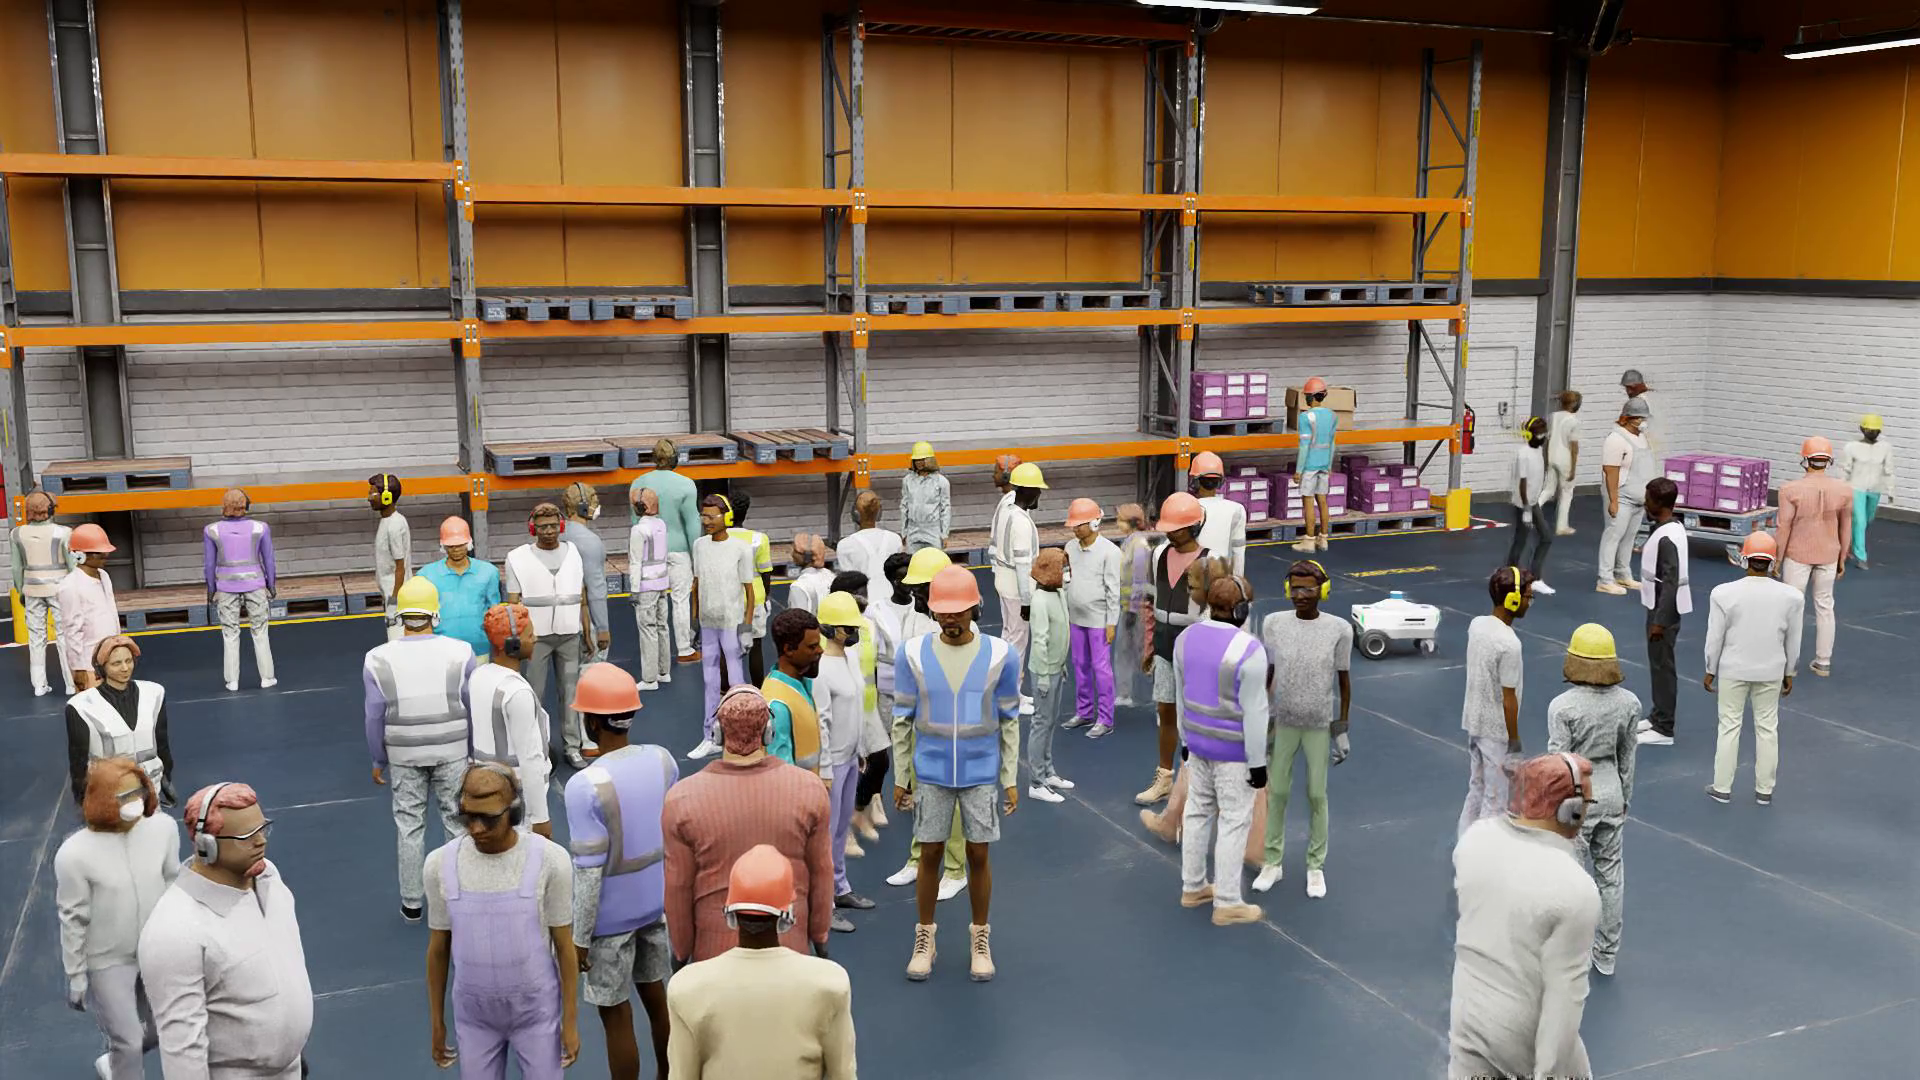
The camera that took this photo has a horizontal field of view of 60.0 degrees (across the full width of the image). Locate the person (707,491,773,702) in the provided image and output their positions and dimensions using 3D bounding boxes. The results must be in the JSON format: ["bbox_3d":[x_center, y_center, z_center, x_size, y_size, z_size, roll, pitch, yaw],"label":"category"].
[{"bbox_3d":[-1.686,0.472,12.686,0.532,1.696,0.318,0,10,-2],"label":"person"}]

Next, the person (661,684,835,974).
[{"bbox_3d":[-0.794,1.480,6.275,0.642,1.909,0.410,-2,10,-14],"label":"person"}]

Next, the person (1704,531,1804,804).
[{"bbox_3d":[5.019,0.810,10.572,0.563,1.751,0.329,2,10,10],"label":"person"}]

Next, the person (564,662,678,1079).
[{"bbox_3d":[-1.335,1.429,6.478,0.377,1.936,0.548,6,11,31],"label":"person"}]

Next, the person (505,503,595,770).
[{"bbox_3d":[-2.754,0.656,11.192,0.575,1.843,0.374,-6,11,-30],"label":"person"}]

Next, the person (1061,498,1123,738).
[{"bbox_3d":[0.926,0.555,12.096,0.355,1.737,0.573,-8,13,-39],"label":"person"}]

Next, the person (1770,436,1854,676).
[{"bbox_3d":[7.021,0.137,13.757,0.614,1.993,0.395,1,10,4],"label":"person"}]

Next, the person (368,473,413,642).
[{"bbox_3d":[-4.253,0.430,12.429,0.328,1.872,0.513,-4,11,-23],"label":"person"}]

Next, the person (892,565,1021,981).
[{"bbox_3d":[-0.019,1.119,7.962,0.615,2.040,0.391,0,10,2],"label":"person"}]

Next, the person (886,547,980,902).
[{"bbox_3d":[-0.146,0.989,9.041,0.585,1.928,0.369,10,14,44],"label":"person"}]

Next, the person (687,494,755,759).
[{"bbox_3d":[-1.647,0.604,11.427,0.520,1.871,0.326,5,11,25],"label":"person"}]

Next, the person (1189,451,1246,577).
[{"bbox_3d":[1.805,0.359,12.337,0.614,2.042,0.373,-3,10,-18],"label":"person"}]

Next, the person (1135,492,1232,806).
[{"bbox_3d":[1.374,0.707,10.366,0.605,2.033,0.392,9,13,43],"label":"person"}]

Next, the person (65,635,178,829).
[{"bbox_3d":[-4.141,1.271,8.242,0.313,1.642,0.513,7,12,33],"label":"person"}]

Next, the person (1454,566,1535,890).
[{"bbox_3d":[2.870,1.048,8.919,0.338,1.858,0.523,-1,10,-7],"label":"person"}]

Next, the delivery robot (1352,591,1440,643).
[{"bbox_3d":[3.787,0.687,14.460,0.707,0.478,0.477,0,10,-2],"label":"delivery robot"}]

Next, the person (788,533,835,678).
[{"bbox_3d":[-0.989,0.762,11.167,0.314,1.643,0.515,4,11,22],"label":"person"}]

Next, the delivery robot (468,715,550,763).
[{"bbox_3d":[-3.110,1.280,11.047,0.707,0.478,0.477,-6,11,-30],"label":"delivery robot"}]

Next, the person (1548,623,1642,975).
[{"bbox_3d":[3.011,1.258,8.027,0.488,1.742,0.300,-3,10,-15],"label":"person"}]

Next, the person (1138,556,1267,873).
[{"bbox_3d":[1.434,0.964,9.579,0.558,1.778,0.951,-8,13,-39],"label":"person"}]

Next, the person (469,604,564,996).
[{"bbox_3d":[-2.084,1.225,7.811,0.355,1.883,0.575,-8,13,-39],"label":"person"}]

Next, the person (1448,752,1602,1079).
[{"bbox_3d":[1.969,1.614,5.612,0.860,1.869,0.651,-4,11,-24],"label":"person"}]

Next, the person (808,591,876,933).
[{"bbox_3d":[-0.626,1.135,8.666,0.308,1.769,0.525,3,10,17],"label":"person"}]

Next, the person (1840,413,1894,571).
[{"bbox_3d":[10.103,-0.572,18.605,0.540,1.741,0.828,1,10,3],"label":"person"}]

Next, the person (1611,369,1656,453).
[{"bbox_3d":[8.603,-1.192,21.280,0.540,2.000,0.705,3,10,18],"label":"person"}]

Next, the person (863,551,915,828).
[{"bbox_3d":[-0.367,0.905,10.188,0.530,1.697,0.321,-5,11,-26],"label":"person"}]

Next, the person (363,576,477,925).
[{"bbox_3d":[-2.783,1.096,8.692,0.588,1.835,0.403,-3,10,-16],"label":"person"}]

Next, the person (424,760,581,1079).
[{"bbox_3d":[-1.546,1.623,5.659,0.512,1.837,0.351,0,10,0],"label":"person"}]

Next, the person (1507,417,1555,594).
[{"bbox_3d":[5.852,-0.336,16.924,0.647,1.836,0.548,8,13,40],"label":"person"}]

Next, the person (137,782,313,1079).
[{"bbox_3d":[-2.212,1.672,5.164,0.409,1.907,0.651,1,10,4],"label":"person"}]

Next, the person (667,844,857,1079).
[{"bbox_3d":[-0.592,1.773,5.024,0.564,1.751,0.342,-1,10,-4],"label":"person"}]

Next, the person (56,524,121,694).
[{"bbox_3d":[-5.639,0.757,10.879,0.342,1.749,0.573,-1,10,-5],"label":"person"}]

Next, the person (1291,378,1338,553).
[{"bbox_3d":[4.111,-0.871,19.426,0.616,2.041,0.382,-8,13,-38],"label":"person"}]

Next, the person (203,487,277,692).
[{"bbox_3d":[-5.732,0.399,13.270,0.525,1.639,0.307,-4,10,-20],"label":"person"}]

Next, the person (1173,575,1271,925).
[{"bbox_3d":[1.390,1.093,8.731,0.429,1.838,0.633,-7,12,-33],"label":"person"}]

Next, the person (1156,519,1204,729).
[{"bbox_3d":[1.634,0.535,12.232,0.322,1.729,0.488,5,11,25],"label":"person"}]

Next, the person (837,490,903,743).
[{"bbox_3d":[-0.648,0.558,11.762,0.507,1.846,0.346,-6,12,-31],"label":"person"}]

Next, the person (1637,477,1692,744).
[{"bbox_3d":[5.006,0.507,11.854,0.393,1.916,0.590,4,11,20],"label":"person"}]

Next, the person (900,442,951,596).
[{"bbox_3d":[-0.338,-0.058,15.603,0.492,1.742,0.317,4,11,21],"label":"person"}]

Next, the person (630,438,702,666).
[{"bbox_3d":[-2.473,0.106,14.093,0.627,1.941,0.370,3,10,18],"label":"person"}]

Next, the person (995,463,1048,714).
[{"bbox_3d":[0.466,0.369,12.642,0.397,1.920,0.587,-1,10,-7],"label":"person"}]

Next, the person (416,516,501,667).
[{"bbox_3d":[-3.352,0.705,11.179,0.563,1.751,0.330,-4,11,-23],"label":"person"}]

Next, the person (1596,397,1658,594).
[{"bbox_3d":[6.883,-0.465,17.093,0.684,2.000,0.535,-9,13,-42],"label":"person"}]

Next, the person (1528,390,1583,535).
[{"bbox_3d":[7.309,-0.928,20.413,0.736,1.815,0.574,-5,11,-26],"label":"person"}]

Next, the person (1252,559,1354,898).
[{"bbox_3d":[1.869,1.016,9.051,0.513,1.872,0.331,4,11,21],"label":"person"}]

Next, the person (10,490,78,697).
[{"bbox_3d":[-7.161,0.430,13.090,0.512,1.640,0.306,0,10,-3],"label":"person"}]

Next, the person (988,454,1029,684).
[{"bbox_3d":[0.393,0.238,13.500,0.356,1.882,0.574,1,10,7],"label":"person"}]

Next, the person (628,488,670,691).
[{"bbox_3d":[-2.492,0.392,13.341,0.310,1.631,0.510,3,10,15],"label":"person"}]

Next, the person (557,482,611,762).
[{"bbox_3d":[-2.601,0.558,11.491,0.372,1.940,0.632,-8,13,-39],"label":"person"}]

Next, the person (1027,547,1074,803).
[{"bbox_3d":[0.584,0.851,10.686,0.279,1.633,0.504,3,10,17],"label":"person"}]

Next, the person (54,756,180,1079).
[{"bbox_3d":[-3.241,1.601,6.416,0.555,1.621,0.506,6,12,31],"label":"person"}]

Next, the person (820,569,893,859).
[{"bbox_3d":[-0.645,1.006,9.648,0.553,1.688,0.373,-9,13,-41],"label":"person"}]

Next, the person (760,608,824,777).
[{"bbox_3d":[-0.793,1.246,7.584,0.375,1.917,0.592,0,10,0],"label":"person"}]
